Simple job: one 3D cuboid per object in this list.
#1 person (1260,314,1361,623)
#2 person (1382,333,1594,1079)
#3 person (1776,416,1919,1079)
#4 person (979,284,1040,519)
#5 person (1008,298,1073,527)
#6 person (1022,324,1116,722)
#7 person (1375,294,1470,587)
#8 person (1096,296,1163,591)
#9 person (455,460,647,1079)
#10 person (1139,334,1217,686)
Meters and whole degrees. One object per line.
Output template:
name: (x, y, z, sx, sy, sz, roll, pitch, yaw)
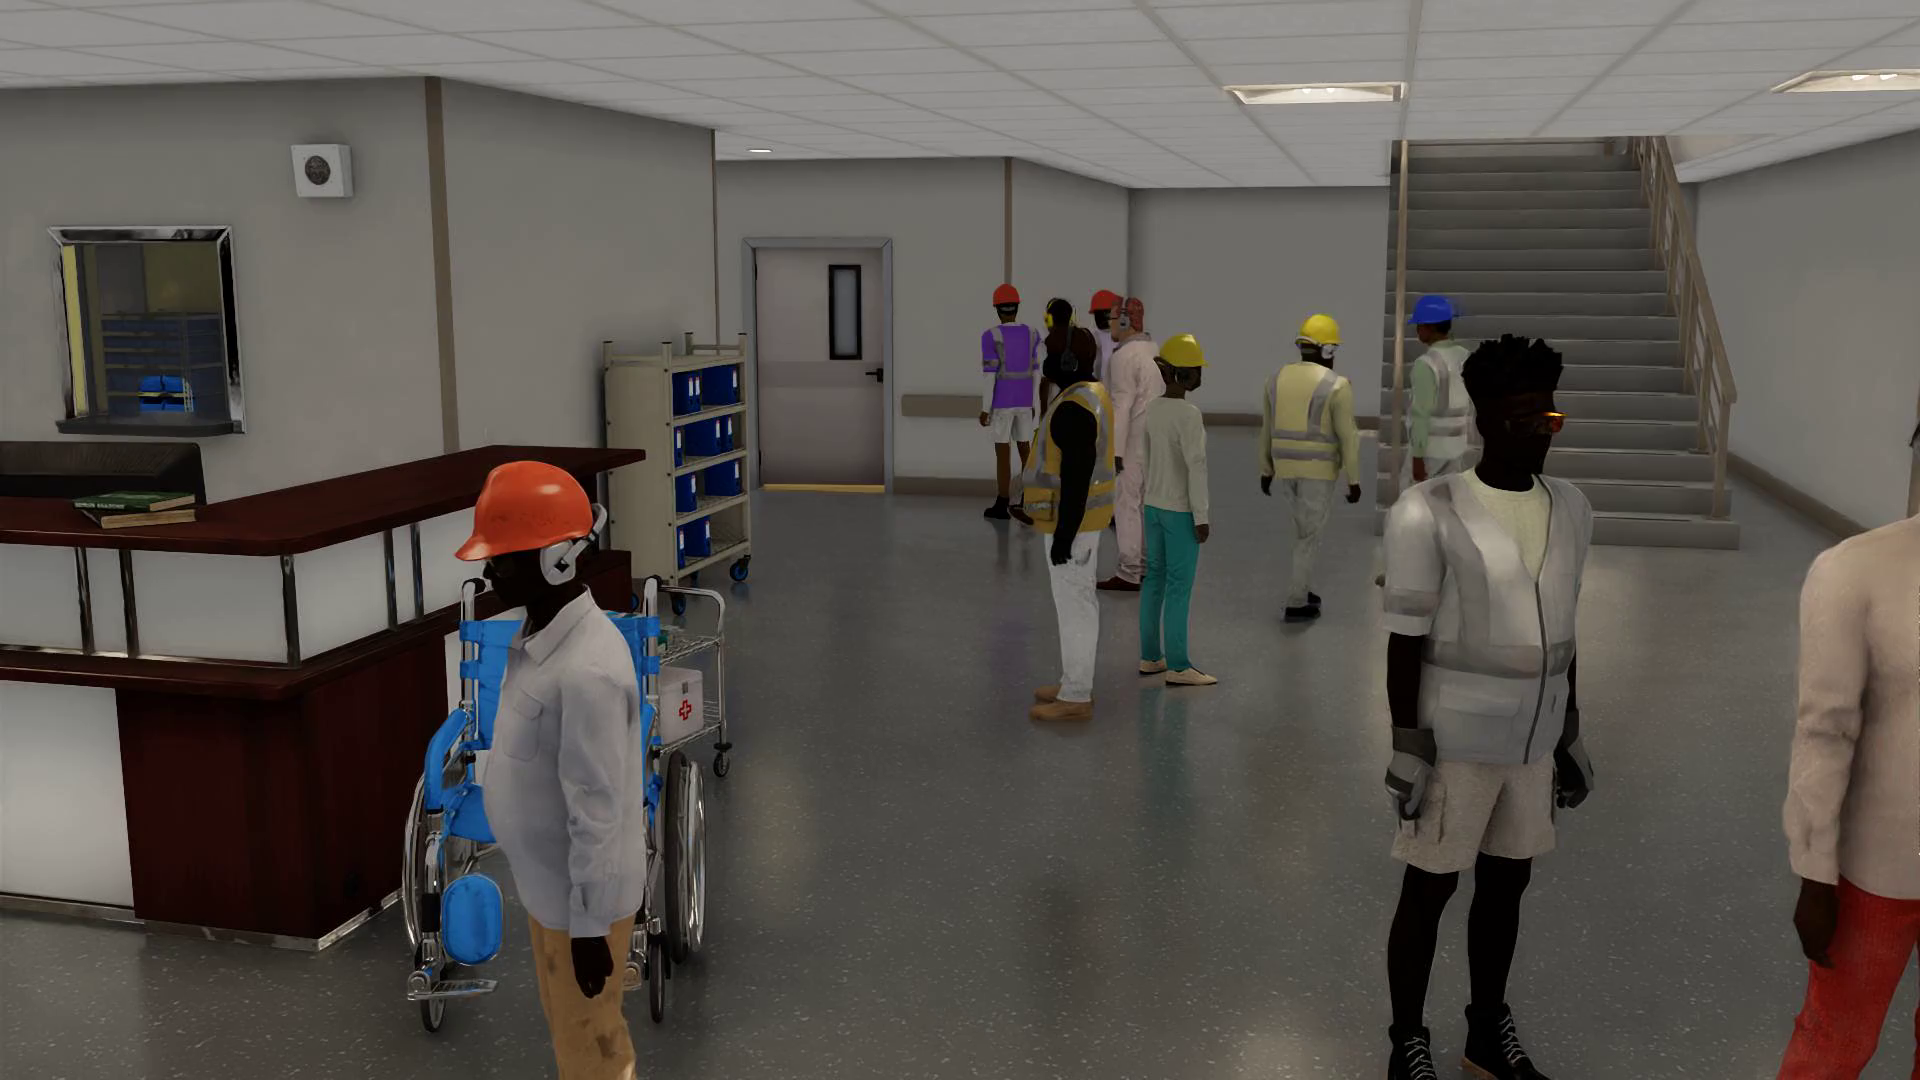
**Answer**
person: (2.127, -0.425, 9.868, 0.618, 1.811, 0.629, -8, 12, -39)
person: (1.311, 0.476, 4.125, 0.602, 1.967, 0.367, -4, 10, -23)
person: (1.897, 0.624, 3.218, 0.614, 1.985, 0.421, 0, 10, -2)
person: (0.395, -1.134, 13.711, 0.543, 1.932, 0.376, -5, 11, -29)
person: (0.736, -0.963, 13.031, 0.534, 1.823, 0.916, -6, 11, -32)
person: (0.506, -0.078, 7.762, 0.429, 1.843, 0.630, 2, 10, 9)
person: (3.099, -0.597, 10.583, 0.620, 1.921, 0.763, -9, 13, -44)
person: (1.090, -0.623, 10.811, 0.398, 1.899, 0.648, 5, 11, 26)
person: (-0.841, 0.698, 3.476, 0.351, 1.743, 0.564, -4, 11, -24)
person: (1.098, -0.151, 8.407, 0.309, 1.769, 0.525, -4, 10, -23)
